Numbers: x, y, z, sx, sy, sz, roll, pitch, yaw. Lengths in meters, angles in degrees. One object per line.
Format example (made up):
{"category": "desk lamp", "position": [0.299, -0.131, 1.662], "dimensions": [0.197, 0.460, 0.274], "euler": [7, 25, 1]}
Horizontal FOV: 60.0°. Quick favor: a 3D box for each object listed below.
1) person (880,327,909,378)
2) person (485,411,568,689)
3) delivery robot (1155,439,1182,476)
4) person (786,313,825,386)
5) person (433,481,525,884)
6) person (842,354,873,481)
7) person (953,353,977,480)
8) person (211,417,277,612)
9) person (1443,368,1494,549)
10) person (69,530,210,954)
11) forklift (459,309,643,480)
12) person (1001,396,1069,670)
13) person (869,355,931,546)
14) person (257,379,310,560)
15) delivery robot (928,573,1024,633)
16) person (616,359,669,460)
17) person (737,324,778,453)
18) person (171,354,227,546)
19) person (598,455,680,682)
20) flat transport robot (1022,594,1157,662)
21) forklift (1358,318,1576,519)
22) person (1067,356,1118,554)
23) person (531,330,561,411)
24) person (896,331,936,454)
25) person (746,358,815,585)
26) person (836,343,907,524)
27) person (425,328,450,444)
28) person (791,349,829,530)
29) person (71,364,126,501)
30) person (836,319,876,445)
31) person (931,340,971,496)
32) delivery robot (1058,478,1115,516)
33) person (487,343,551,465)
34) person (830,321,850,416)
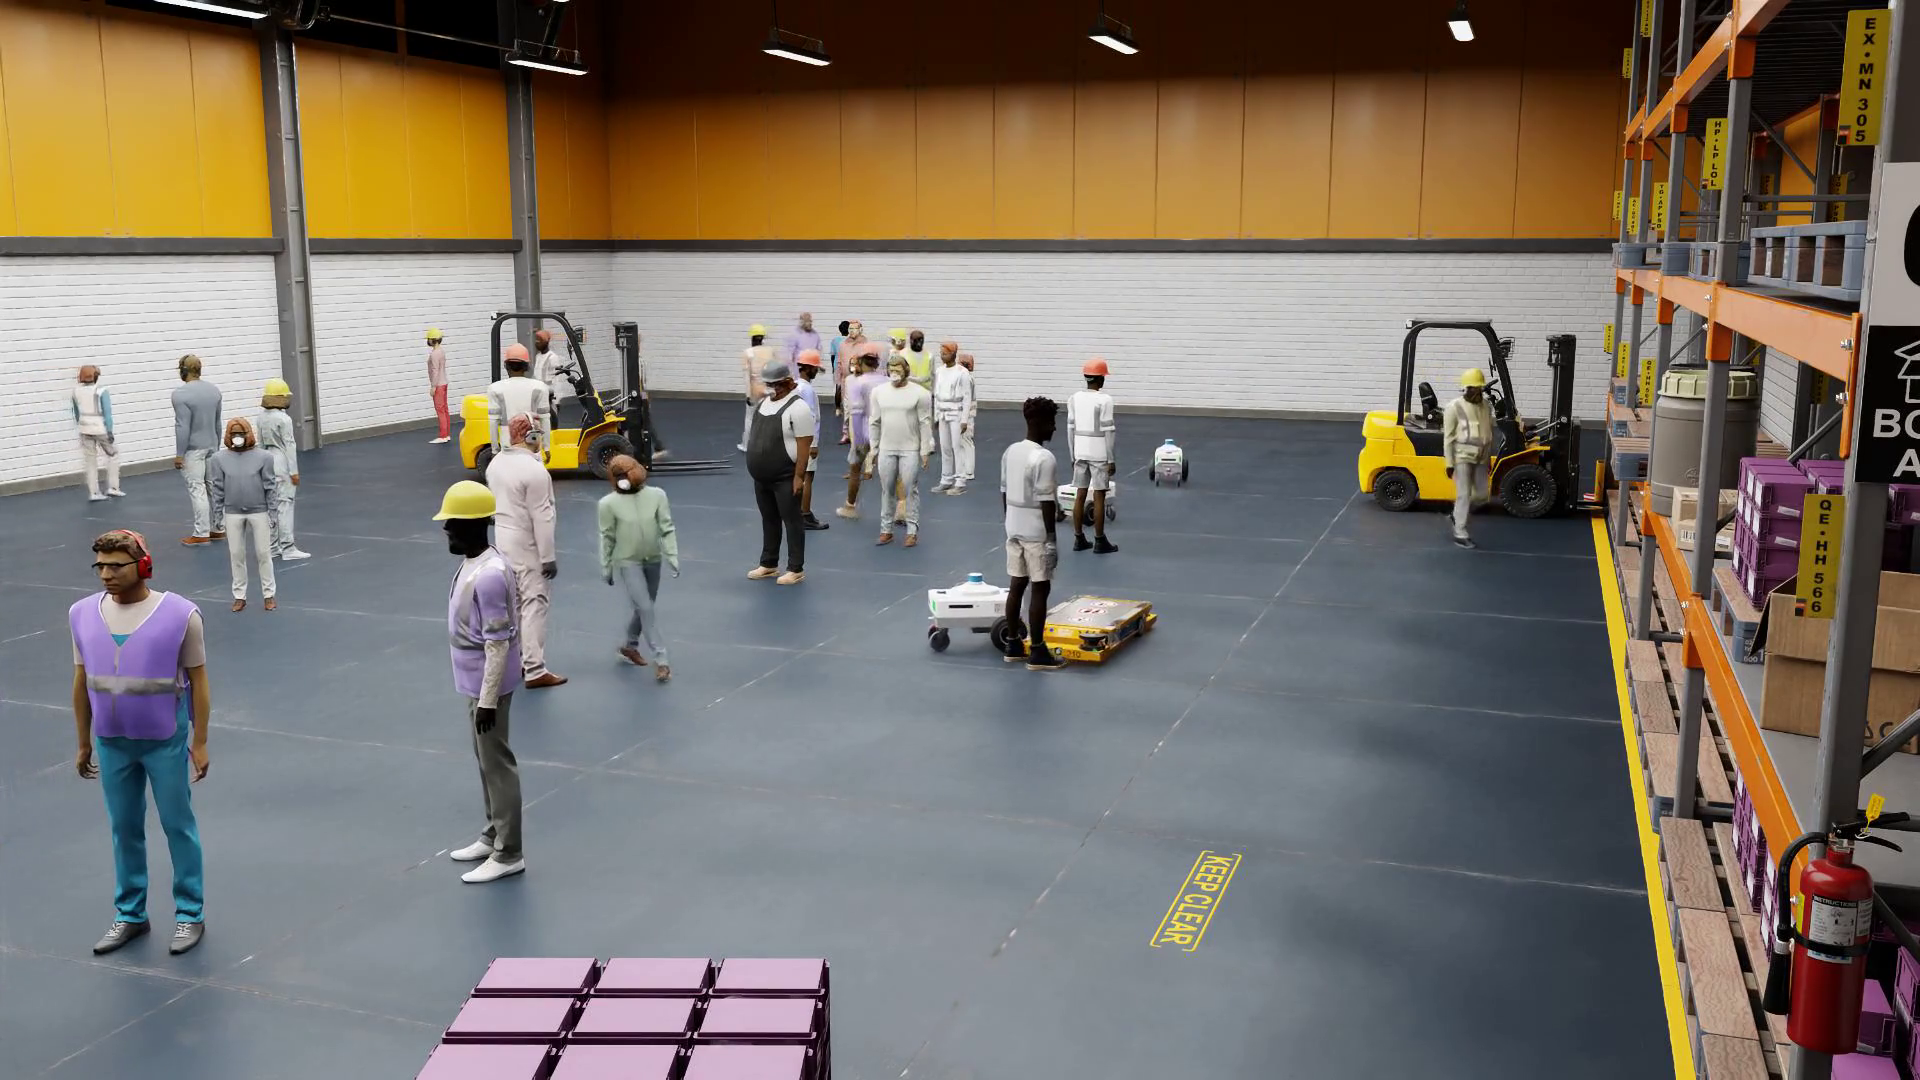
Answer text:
{"category": "person", "position": [-0.986, -2.273, 24.891], "dimensions": [0.487, 1.806, 0.614], "euler": [-1, 10, -7]}
{"category": "person", "position": [-2.982, 0.062, 11.484], "dimensions": [0.397, 1.899, 0.653], "euler": [-10, 14, -43]}
{"category": "delivery robot", "position": [2.660, -1.038, 21.186], "dimensions": [0.477, 0.478, 0.707], "euler": [1, 10, 7]}
{"category": "person", "position": [-2.710, -3.022, 28.981], "dimensions": [0.961, 1.862, 0.625], "euler": [10, 14, 44]}
{"category": "person", "position": [-2.289, 0.671, 7.963], "dimensions": [0.366, 1.927, 0.585], "euler": [-4, 11, -23]}
{"category": "person", "position": [-1.296, -1.577, 21.448], "dimensions": [0.501, 1.632, 0.280], "euler": [8, 13, 40]}
{"category": "person", "position": [0.069, -1.591, 21.501], "dimensions": [0.307, 1.645, 0.514], "euler": [-1, 10, -5]}
{"category": "person", "position": [-5.914, -0.210, 13.777], "dimensions": [0.501, 1.625, 0.282], "euler": [-2, 10, -13]}
{"category": "person", "position": [5.094, -0.831, 16.722], "dimensions": [0.608, 1.813, 0.484], "euler": [-4, 11, -24]}
{"category": "person", "position": [-3.502, 0.856, 7.144], "dimensions": [0.574, 1.843, 0.375], "euler": [0, 10, 2]}
{"category": "forklift", "position": [-5.354, -1.902, 21.697], "dimensions": [2.313, 2.155, 1.214], "euler": [-2, 10, -13]}
{"category": "person", "position": [0.526, -0.056, 11.979], "dimensions": [0.393, 1.957, 0.644], "euler": [-6, 11, -29]}
{"category": "person", "position": [-0.613, -0.899, 16.772], "dimensions": [0.635, 1.936, 0.355], "euler": [2, 10, 13]}
{"category": "person", "position": [-6.572, -0.682, 16.099], "dimensions": [0.492, 1.742, 0.320], "euler": [6, 12, 32]}
{"category": "delivery robot", "position": [0.114, 0.493, 12.561], "dimensions": [0.707, 0.478, 0.477], "euler": [-1, 10, -5]}
{"category": "person", "position": [-4.561, -1.977, 23.266], "dimensions": [0.979, 1.802, 0.516], "euler": [-2, 10, -13]}
{"category": "person", "position": [-2.923, -2.157, 23.990], "dimensions": [0.591, 1.883, 0.944], "euler": [-6, 12, -30]}
{"category": "person", "position": [-7.707, -0.909, 16.822], "dimensions": [0.356, 1.938, 0.638], "euler": [3, 10, 14]}
{"category": "person", "position": [-2.273, 0.178, 11.734], "dimensions": [0.495, 1.576, 0.777], "euler": [-7, 13, -36]}
{"category": "flat transport robot", "position": [0.992, 0.653, 12.722], "dimensions": [0.652, 0.197, 1.431], "euler": [4, 11, 23]}
{"category": "forklift", "position": [5.787, -1.437, 19.079], "dimensions": [2.313, 2.155, 1.214], "euler": [3, 11, 19]}
{"category": "person", "position": [1.317, -0.837, 16.419], "dimensions": [0.542, 1.939, 0.368], "euler": [9, 14, 42]}
{"category": "person", "position": [-5.689, -1.927, 22.730], "dimensions": [0.460, 1.877, 0.596], "euler": [-6, 12, -31]}
{"category": "person", "position": [-0.646, -2.165, 24.325], "dimensions": [0.651, 1.793, 0.973], "euler": [-3, 11, -19]}
{"category": "person", "position": [-1.655, -0.623, 14.927], "dimensions": [0.681, 2.000, 0.538], "euler": [9, 14, 42]}
{"category": "person", "position": [-0.941, -1.158, 18.180], "dimensions": [0.601, 1.987, 1.101], "euler": [-9, 13, -41]}
{"category": "person", "position": [-8.007, -2.361, 25.481], "dimensions": [0.305, 1.772, 0.525], "euler": [-1, 10, -4]}
{"category": "person", "position": [-1.626, -1.074, 17.776], "dimensions": [0.363, 1.933, 0.543], "euler": [-4, 11, -23]}
{"category": "person", "position": [-10.250, -1.277, 19.770], "dimensions": [0.531, 1.614, 0.550], "euler": [2, 10, 9]}
{"category": "person", "position": [-1.590, -2.385, 25.234], "dimensions": [0.639, 1.908, 0.409], "euler": [3, 11, 18]}
{"category": "person", "position": [-0.110, -1.481, 20.196], "dimensions": [0.337, 1.883, 0.584], "euler": [-9, 13, -40]}
{"category": "delivery robot", "position": [1.391, -0.516, 18.243], "dimensions": [0.477, 0.478, 0.707], "euler": [8, 13, 39]}
{"category": "person", "position": [-4.443, -0.959, 16.811], "dimensions": [0.609, 2.044, 0.395], "euler": [-2, 10, -13]}
{"category": "person", "position": [-2.036, -3.029, 29.443], "dimensions": [0.540, 1.695, 0.318], "euler": [4, 11, 19]}
